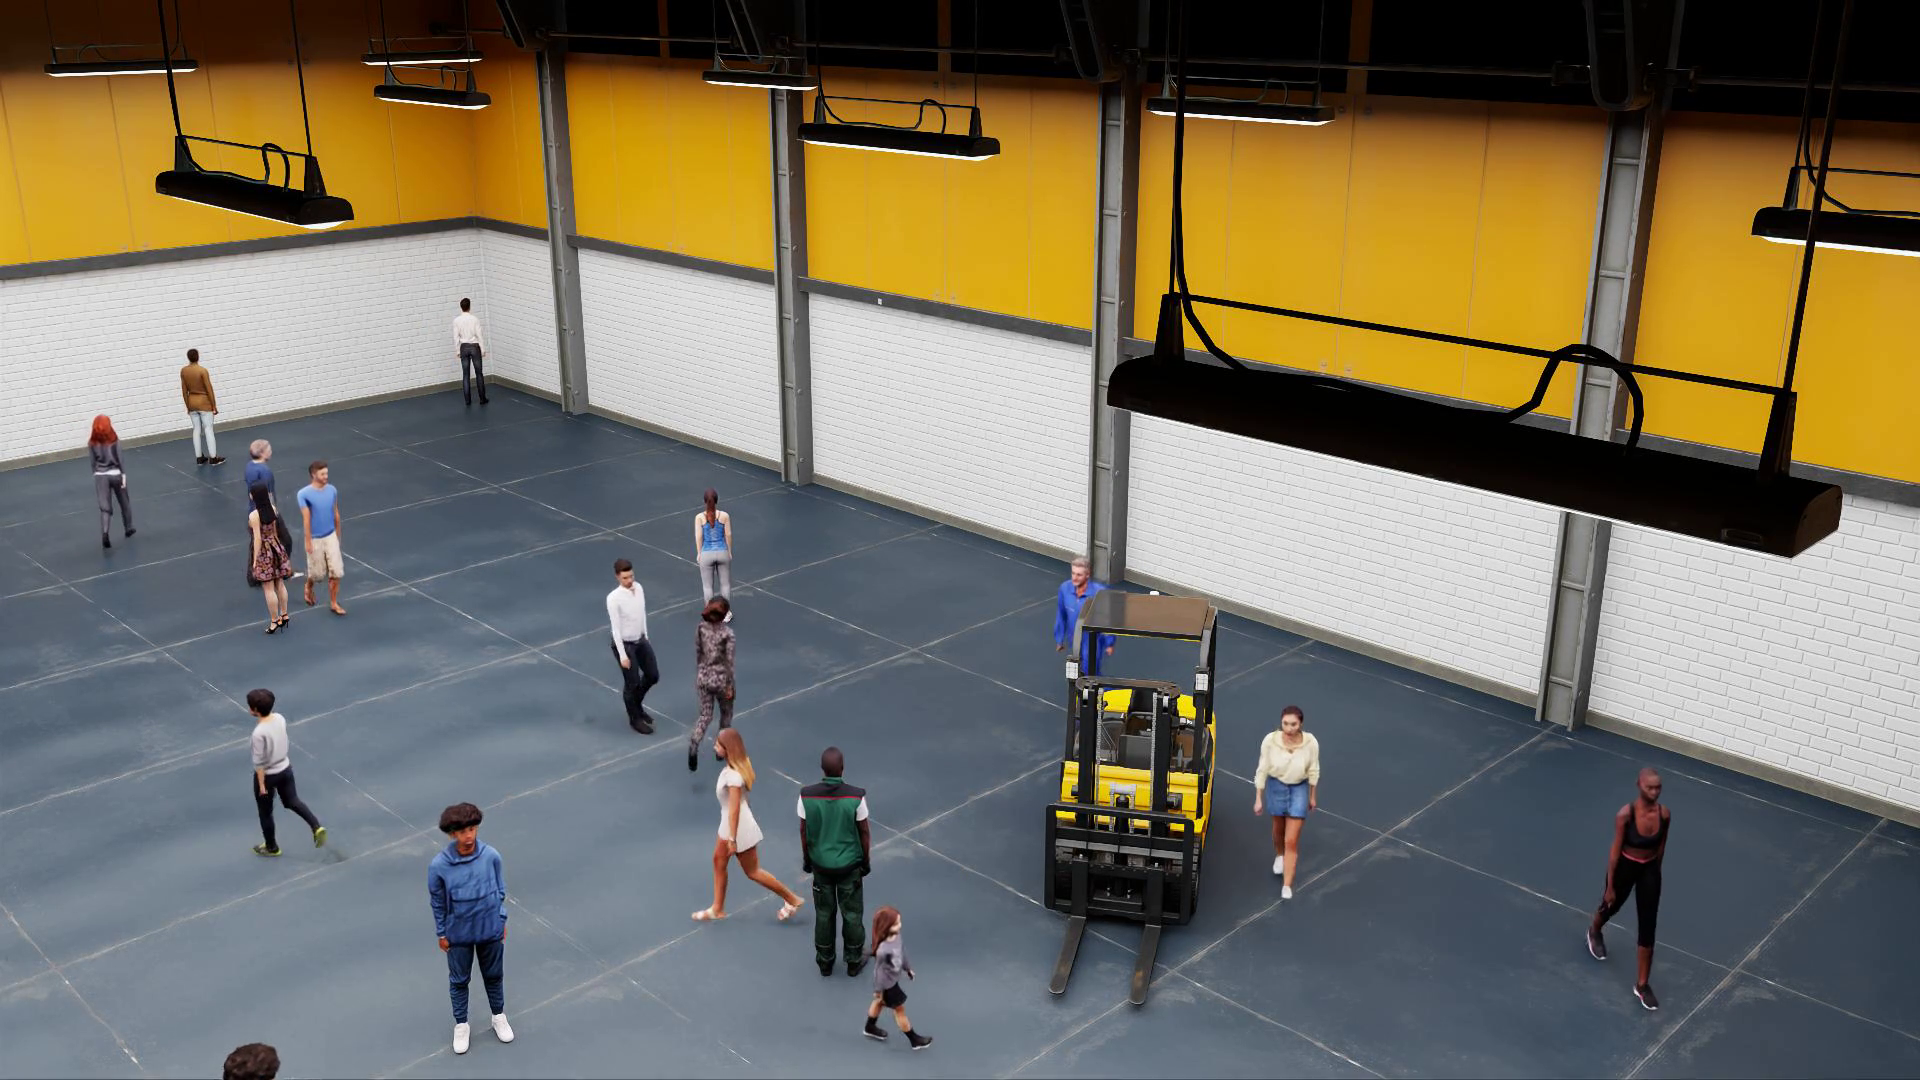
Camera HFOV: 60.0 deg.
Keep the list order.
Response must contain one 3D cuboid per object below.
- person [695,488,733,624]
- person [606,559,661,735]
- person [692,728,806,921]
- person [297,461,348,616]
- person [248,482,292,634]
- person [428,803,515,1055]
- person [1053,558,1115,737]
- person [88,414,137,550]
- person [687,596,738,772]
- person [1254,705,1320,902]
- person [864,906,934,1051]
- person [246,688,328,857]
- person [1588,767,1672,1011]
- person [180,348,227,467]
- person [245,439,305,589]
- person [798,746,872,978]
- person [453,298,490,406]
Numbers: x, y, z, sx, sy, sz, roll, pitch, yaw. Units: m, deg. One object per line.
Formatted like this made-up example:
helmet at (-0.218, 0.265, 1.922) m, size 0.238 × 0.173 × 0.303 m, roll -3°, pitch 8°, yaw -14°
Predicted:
person at (-2.833, 0.183, 19.159) m, size 0.651 × 1.609 × 0.678 m, roll -5°, pitch 19°, yaw -14°
person at (-3.300, 1.015, 16.322) m, size 0.735 × 1.844 × 0.728 m, roll 11°, pitch 21°, yaw 29°
person at (-1.632, 2.254, 12.934) m, size 1.099 × 1.658 × 1.097 m, roll -2°, pitch 19°, yaw -5°
person at (-7.510, -0.038, 19.447) m, size 0.878 × 1.846 × 0.673 m, roll 16°, pitch 24°, yaw 39°
person at (-7.862, 0.194, 18.869) m, size 0.840 × 1.774 × 0.798 m, roll 4°, pitch 19°, yaw 11°
person at (-3.381, 2.650, 11.514) m, size 0.746 × 1.814 × 0.706 m, roll -8°, pitch 20°, yaw -24°
person at (1.272, 0.994, 16.487) m, size 1.057 × 1.778 × 0.950 m, roll 12°, pitch 22°, yaw 32°
person at (-11.115, -0.734, 21.685) m, size 0.986 × 1.736 × 1.206 m, roll -5°, pitch 19°, yaw -13°
person at (-2.321, 1.366, 15.509) m, size 1.040 × 1.698 × 0.934 m, roll 6°, pitch 19°, yaw 17°
person at (2.674, 2.072, 13.595) m, size 1.142 × 1.581 × 1.071 m, roll 5°, pitch 19°, yaw 13°
person at (-0.545, 3.023, 11.561) m, size 0.827 × 1.075 × 0.685 m, roll 5°, pitch 19°, yaw 15°
person at (-5.710, 1.964, 13.982) m, size 0.980 × 1.538 × 0.806 m, roll 5°, pitch 19°, yaw 15°
person at (4.920, 2.450, 12.269) m, size 1.139 × 1.711 × 1.235 m, roll -1°, pitch 19°, yaw -2°
person at (-11.633, -2.046, 25.455) m, size 0.695 × 1.816 × 0.783 m, roll 2°, pitch 19°, yaw 6°
person at (-8.508, -0.284, 20.183) m, size 0.850 × 1.841 × 0.876 m, roll 13°, pitch 23°, yaw 34°
person at (-0.913, 2.374, 12.292) m, size 0.766 × 1.840 × 0.844 m, roll 2°, pitch 19°, yaw 5°
person at (-8.564, -3.302, 29.099) m, size 0.724 × 1.871 × 0.761 m, roll -2°, pitch 19°, yaw -4°
